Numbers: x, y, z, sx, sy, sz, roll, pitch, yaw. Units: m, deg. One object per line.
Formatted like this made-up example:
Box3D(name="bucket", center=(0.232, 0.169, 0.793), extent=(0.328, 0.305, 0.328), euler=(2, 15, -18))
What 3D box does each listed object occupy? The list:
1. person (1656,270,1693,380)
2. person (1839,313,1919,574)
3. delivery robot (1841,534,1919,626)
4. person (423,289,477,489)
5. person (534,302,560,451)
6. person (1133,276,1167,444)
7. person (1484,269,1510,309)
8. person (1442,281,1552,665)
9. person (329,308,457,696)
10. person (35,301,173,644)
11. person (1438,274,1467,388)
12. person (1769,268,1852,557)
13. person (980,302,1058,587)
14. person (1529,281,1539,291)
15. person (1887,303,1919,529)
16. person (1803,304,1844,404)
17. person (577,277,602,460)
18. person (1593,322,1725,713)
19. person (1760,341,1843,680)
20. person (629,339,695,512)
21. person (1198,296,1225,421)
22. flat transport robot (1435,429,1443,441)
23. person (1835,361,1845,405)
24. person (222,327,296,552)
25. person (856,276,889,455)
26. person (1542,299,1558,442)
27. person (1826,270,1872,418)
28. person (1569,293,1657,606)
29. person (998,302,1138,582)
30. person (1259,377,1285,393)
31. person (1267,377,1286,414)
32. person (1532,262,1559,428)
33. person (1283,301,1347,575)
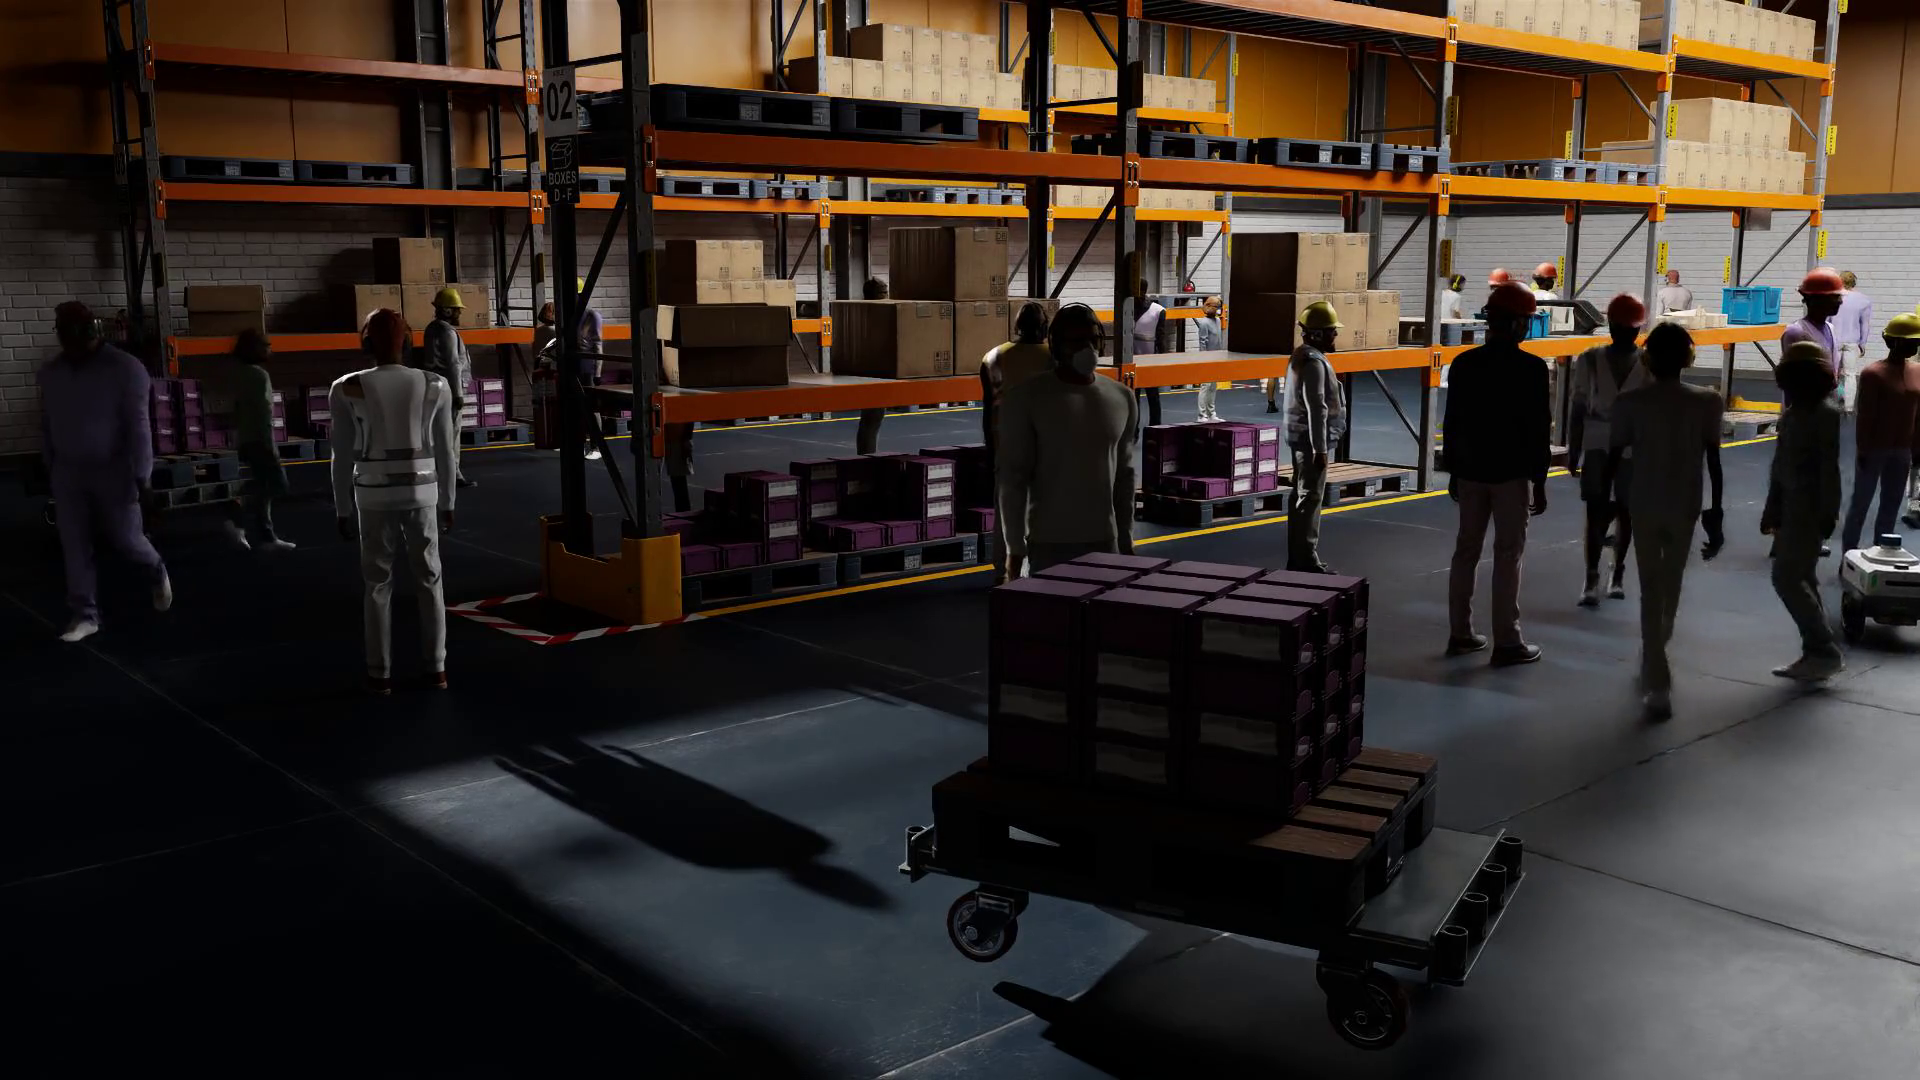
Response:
Box3D(name="person", center=(11.477, -3.409, 26.909), extent=(0.638, 1.903, 0.408), euler=(-2, 10, -12))
Box3D(name="person", center=(6.120, -0.608, 10.937), extent=(0.523, 1.759, 0.350), euler=(-3, 10, -16))
Box3D(name="delivery robot", center=(5.231, 0.211, 9.375), extent=(0.477, 0.478, 0.707), euler=(3, 10, 16))
Box3D(name="person", center=(-4.682, -1.383, 15.252), extent=(0.403, 1.828, 0.598), euler=(-7, 12, -35))
Box3D(name="person", center=(-4.470, -1.785, 18.216), extent=(0.493, 1.625, 0.281), euler=(9, 13, 42))
Box3D(name="person", center=(2.036, -1.995, 18.626), extent=(0.592, 1.909, 0.407), euler=(7, 12, 35))
Box3D(name="person", center=(6.845, -2.488, 21.343), extent=(0.640, 1.958, 0.687), euler=(-2, 10, -9))
Box3D(name="person", center=(2.829, -0.352, 8.733), extent=(0.397, 1.992, 0.623), euler=(-7, 12, -35))
Box3D(name="person", center=(-2.734, -0.179, 8.071), extent=(0.576, 1.878, 0.351), euler=(-5, 11, -27))
Box3D(name="person", center=(-4.833, -0.404, 9.368), extent=(0.652, 1.881, 0.735), euler=(0, 10, 0))
Box3D(name="person", center=(7.899, -3.376, 26.958), extent=(0.360, 1.843, 0.589), euler=(-4, 11, -24))
Box3D(name="person", center=(5.972, -0.876, 11.663), extent=(0.615, 2.042, 0.376), euler=(-9, 13, -41))
Box3D(name="person", center=(0.444, -0.578, 10.535), extent=(0.621, 1.837, 0.429), euler=(3, 10, 17))
Box3D(name="person", center=(8.680, -2.990, 24.877), extent=(0.619, 1.751, 0.531), euler=(0, 10, 1))
Box3D(name="person", center=(7.548, -0.995, 13.108), extent=(0.913, 1.782, 0.616), euler=(-9, 13, -42))
Box3D(name="person", center=(12.304, -2.821, 23.815), extent=(0.599, 1.809, 0.777), euler=(-3, 10, -17))
Box3D(name="person", center=(-3.990, -1.787, 17.377), extent=(0.590, 1.919, 0.401), euler=(5, 11, 27))
Box3D(name="person", center=(3.344, -0.131, 7.998), extent=(0.536, 1.807, 1.024), euler=(2, 10, 12))
Box3D(name="person", center=(4.241, -0.137, 8.355), extent=(0.377, 1.700, 0.579), euler=(2, 10, 9))
Box3D(name="person", center=(-2.101, -0.717, 11.733), extent=(0.540, 1.700, 0.316), euler=(4, 10, 20))
Box3D(name="person", center=(3.187, -2.277, 21.093), extent=(0.299, 1.622, 0.503), euler=(6, 12, 33))
Box3D(name="flat transport robot", center=(6.062, -1.251, 19.037), extent=(1.431, 0.197, 0.652), euler=(-8, 13, -41))
Box3D(name="person", center=(12.548, -2.810, 23.791), extent=(0.329, 1.769, 0.526), euler=(-1, 10, -7))
Box3D(name="person", center=(-5.025, -0.697, 11.823), extent=(0.441, 1.617, 0.520), euler=(-8, 13, -40))
Box3D(name="person", center=(-0.798, -1.462, 15.394), extent=(0.357, 1.938, 0.637), euler=(-2, 10, -11))
Box3D(name="person", center=(6.711, -1.932, 19.049), extent=(0.312, 1.634, 0.519), euler=(-4, 10, -22))
Box3D(name="person", center=(11.582, -2.565, 21.856), extent=(0.632, 1.940, 0.372), euler=(3, 10, 15))
Box3D(name="person", center=(3.983, -0.530, 10.055), extent=(0.581, 1.891, 0.904), euler=(4, 11, 23))
Box3D(name="person", center=(0.451, 0.013, 6.761), extent=(0.627, 1.940, 0.370), euler=(-4, 11, -24))
Box3D(name="person", center=(4.899, -3.284, 25.899), extent=(0.624, 1.993, 0.385), euler=(2, 10, 12))
Box3D(name="person", center=(4.361, -2.663, 22.434), extent=(0.546, 1.938, 0.361), euler=(7, 12, 36))
Box3D(name="person", center=(7.201, -2.402, 20.585), extent=(0.365, 2.048, 0.607), euler=(-4, 10, -22))
Box3D(name="person", center=(2.341, -0.656, 10.989), extent=(0.404, 1.832, 0.600), euler=(0, 10, 0))
